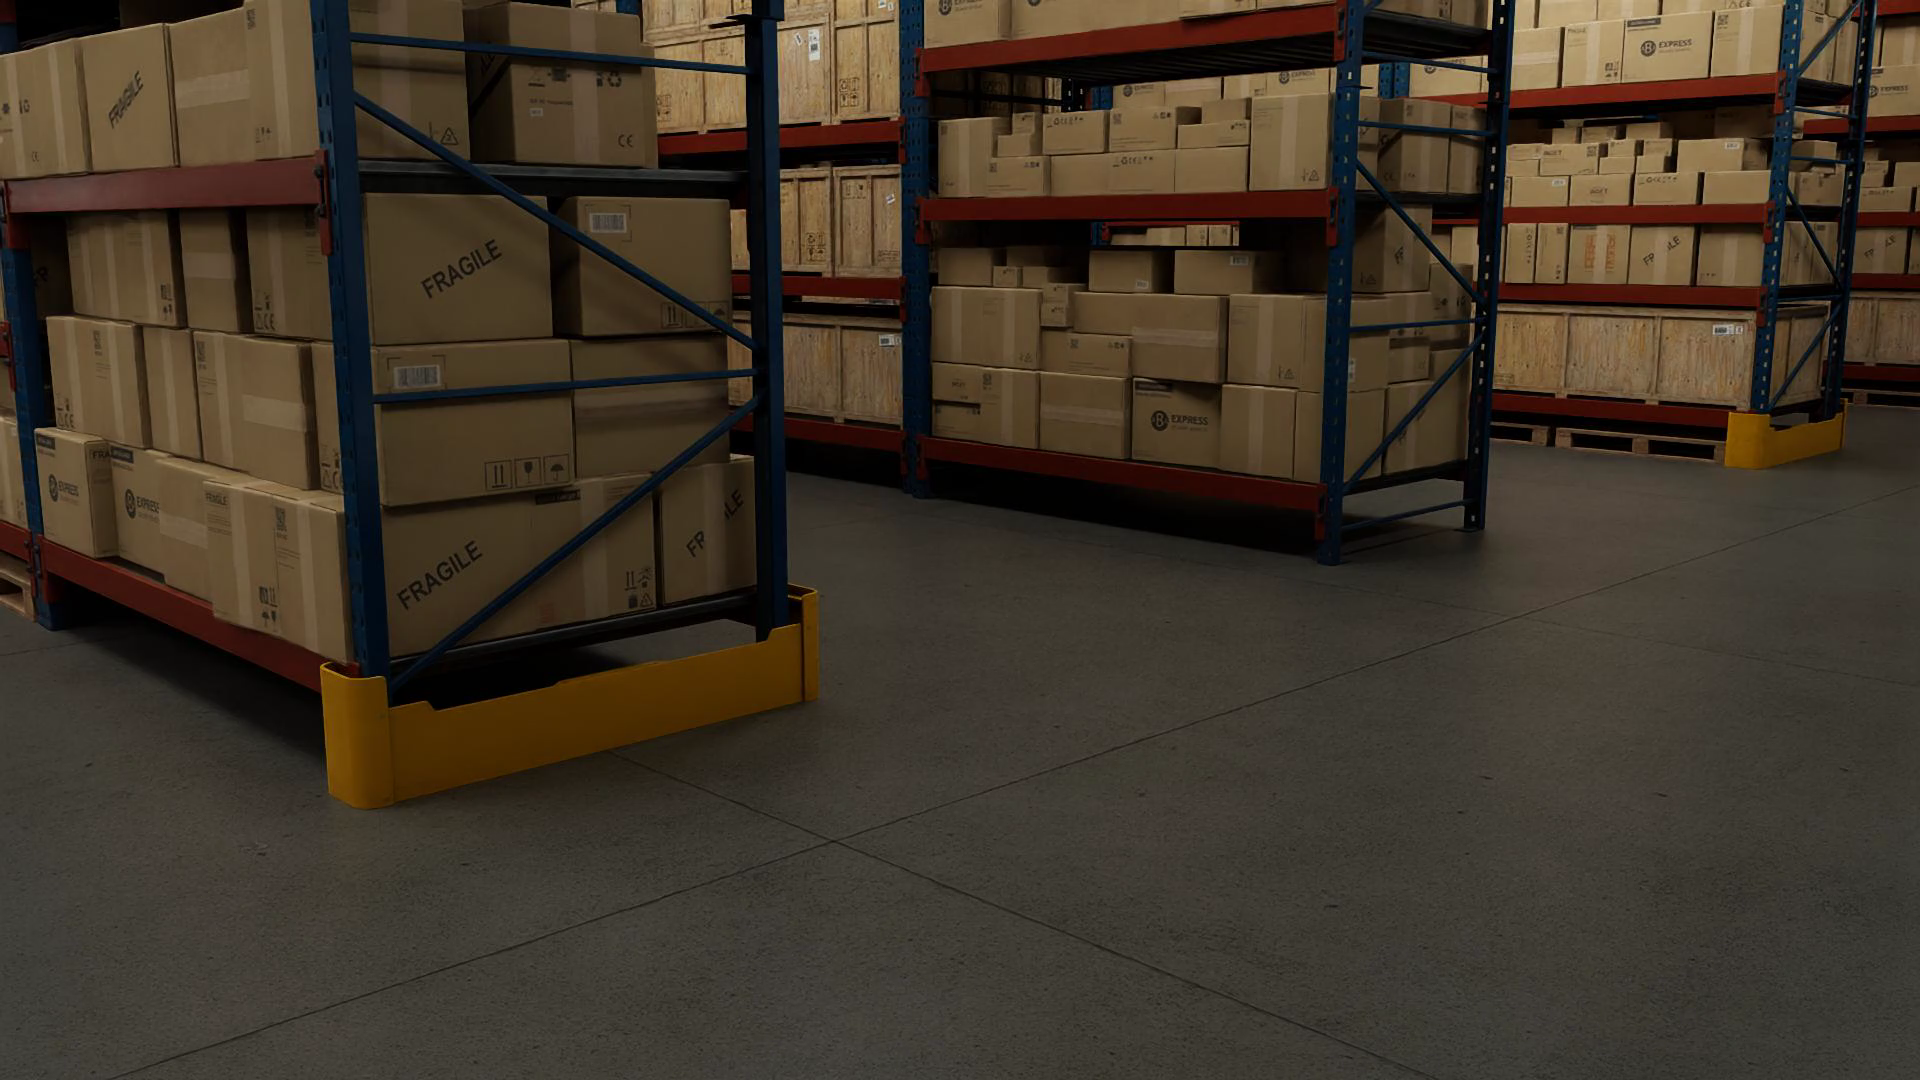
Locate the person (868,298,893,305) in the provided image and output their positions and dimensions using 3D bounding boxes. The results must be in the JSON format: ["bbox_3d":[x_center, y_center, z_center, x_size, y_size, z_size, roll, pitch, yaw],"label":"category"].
[{"bbox_3d":[-1.059,-2.796,21.670,0.358,1.936,0.552,3,11,18],"label":"person"}]
